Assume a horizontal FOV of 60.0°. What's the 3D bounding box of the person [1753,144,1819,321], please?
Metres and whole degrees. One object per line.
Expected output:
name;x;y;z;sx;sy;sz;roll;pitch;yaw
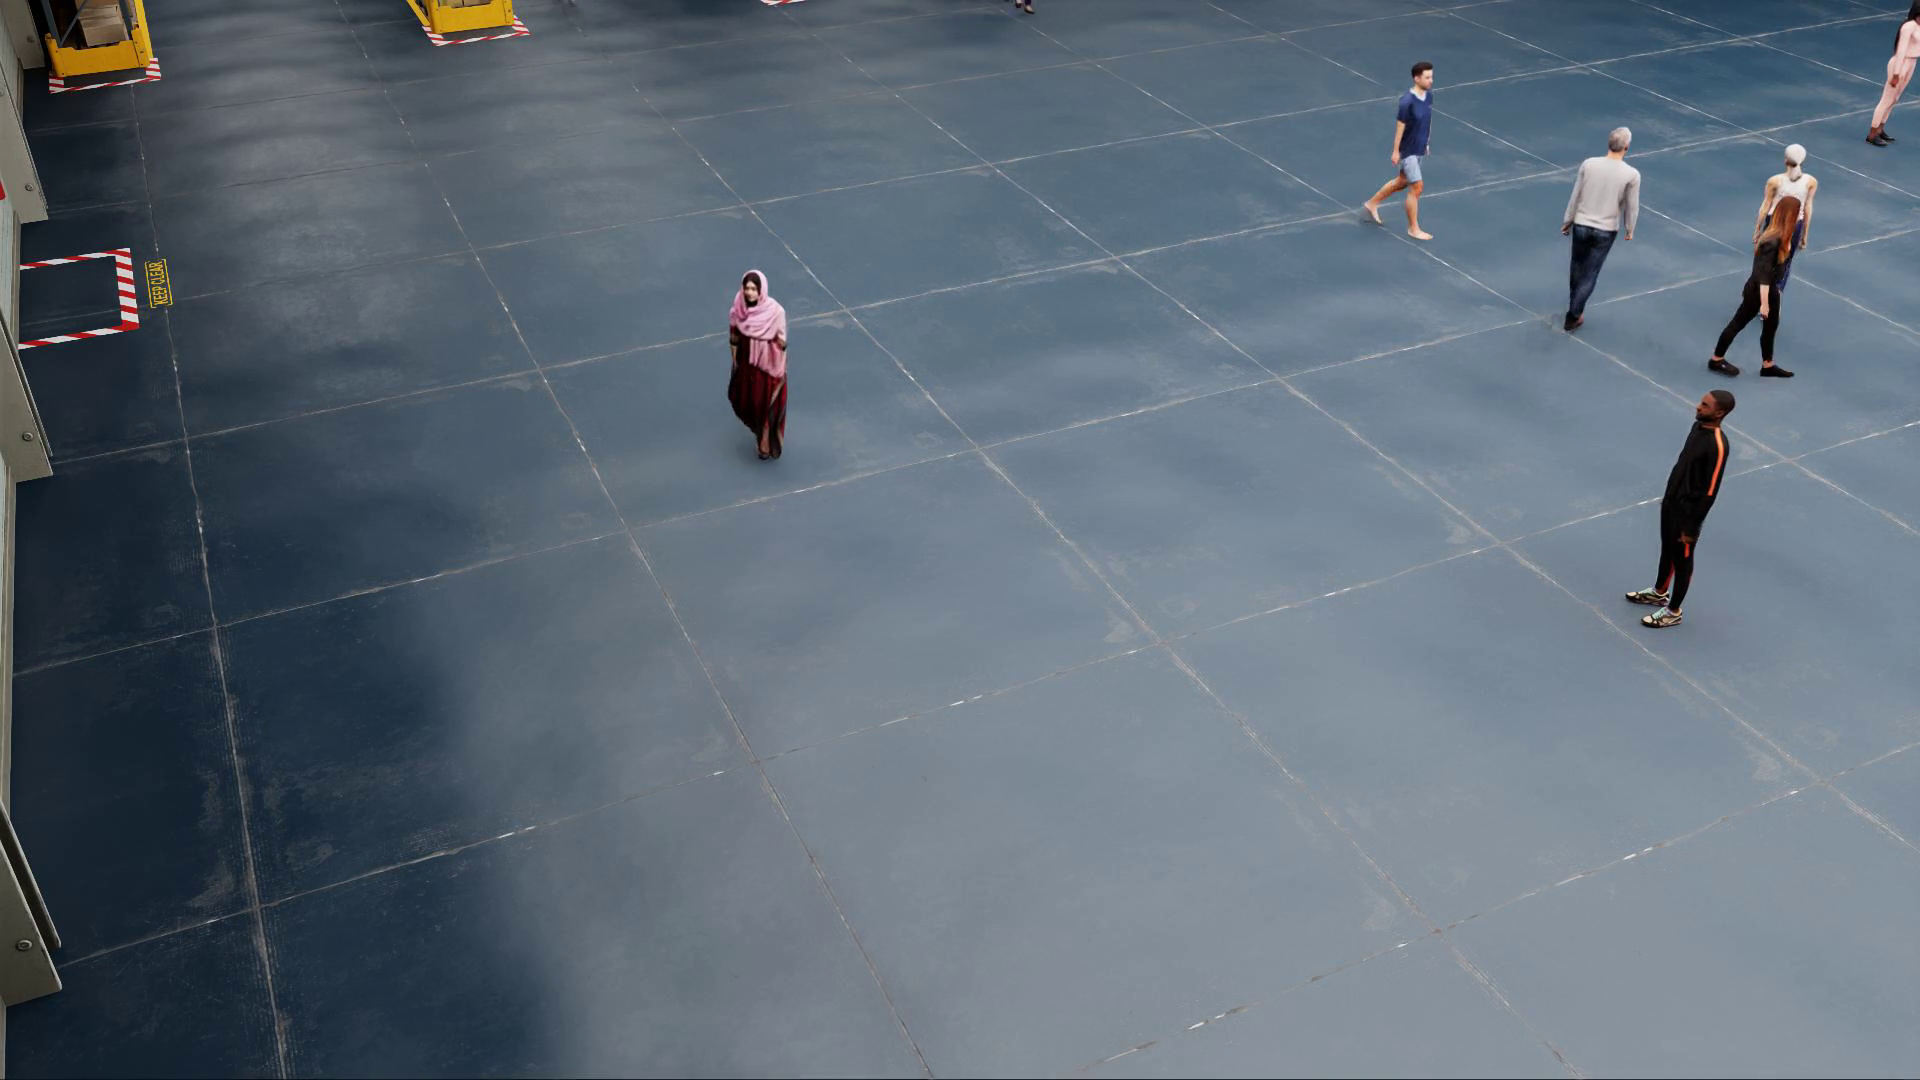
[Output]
person;7.671;-2.821;15.527;0.808;1.685;0.866;11;35;17

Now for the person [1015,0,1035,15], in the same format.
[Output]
person;0.966;-8.643;24.454;0.618;1.714;0.657;-11;35;-17

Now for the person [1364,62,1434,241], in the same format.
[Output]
person;4.637;-4.086;17.352;0.873;1.818;1.207;-28;42;-36

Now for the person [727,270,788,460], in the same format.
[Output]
person;-1.608;-1.467;13.489;0.822;1.639;0.888;1;33;2

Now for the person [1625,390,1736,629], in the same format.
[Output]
person;5.007;-0.233;11.437;0.763;1.808;0.627;0;33;1

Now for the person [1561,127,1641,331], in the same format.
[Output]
person;5.840;-2.832;15.372;1.132;1.874;1.113;22;39;30

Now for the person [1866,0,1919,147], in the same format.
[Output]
person;11.140;-5.555;19.700;0.674;1.720;0.626;-27;41;-35

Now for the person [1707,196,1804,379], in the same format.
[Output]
person;6.933;-2.221;14.602;1.054;1.688;0.904;22;39;30
